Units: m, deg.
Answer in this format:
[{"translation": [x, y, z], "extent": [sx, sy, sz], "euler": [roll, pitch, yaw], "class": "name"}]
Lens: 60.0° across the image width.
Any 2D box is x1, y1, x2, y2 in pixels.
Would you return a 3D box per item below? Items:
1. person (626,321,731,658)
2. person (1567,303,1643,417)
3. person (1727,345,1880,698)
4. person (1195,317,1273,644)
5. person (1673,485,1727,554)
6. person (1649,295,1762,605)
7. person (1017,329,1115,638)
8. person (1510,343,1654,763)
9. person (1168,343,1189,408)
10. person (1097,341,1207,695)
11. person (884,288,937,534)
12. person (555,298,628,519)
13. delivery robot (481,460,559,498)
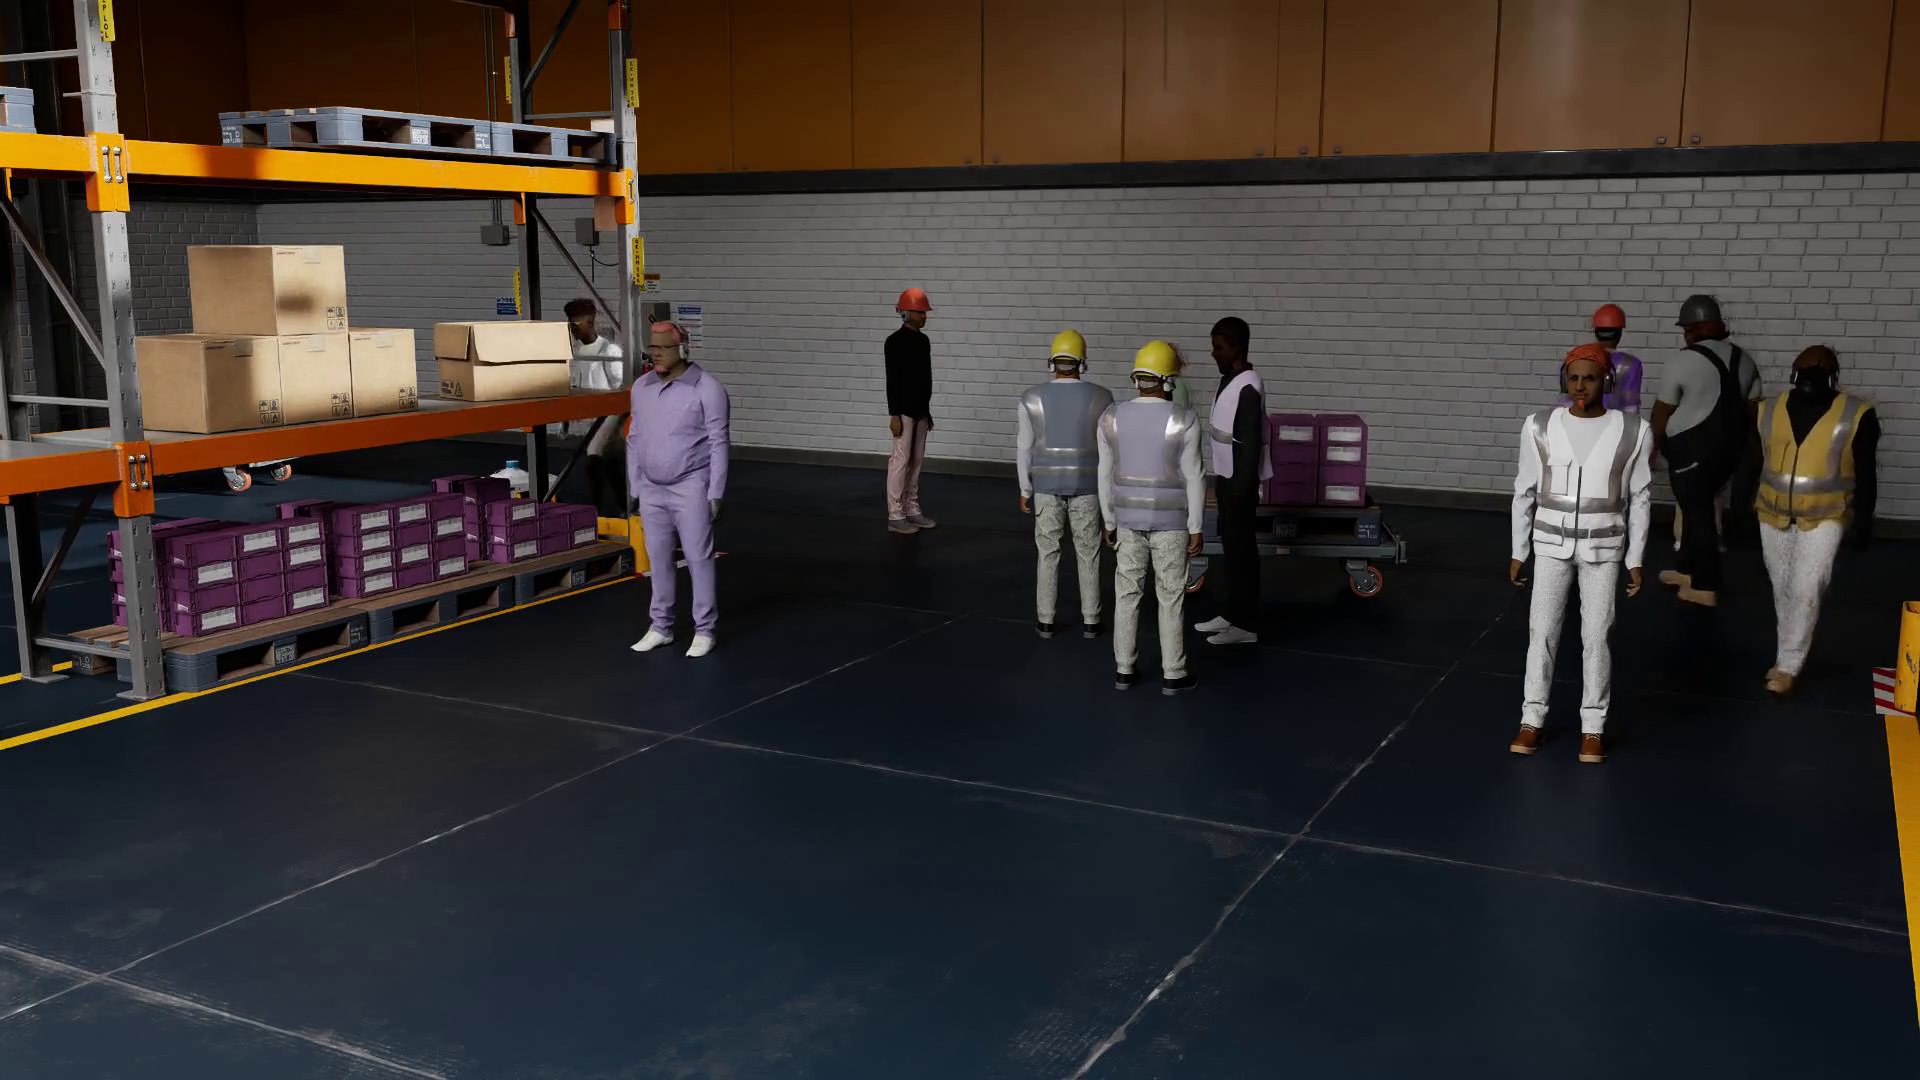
[{"translation": [-1.618, -0.283, 9.407], "extent": [0.651, 1.904, 0.403], "euler": [4, 11, 24], "class": "person"}, {"translation": [4.645, -0.742, 12.030], "extent": [0.542, 1.924, 0.401], "euler": [7, 12, 36], "class": "person"}, {"translation": [4.303, -0.094, 8.607], "extent": [0.885, 1.798, 0.663], "euler": [-9, 13, -43], "class": "person"}, {"translation": [1.626, -0.347, 9.753], "extent": [0.391, 1.915, 0.587], "euler": [0, 10, -2], "class": "person"}, {"translation": [5.655, -0.706, 12.638], "extent": [0.500, 1.633, 0.285], "euler": [7, 12, 33], "class": "person"}, {"translation": [4.797, -0.624, 10.989], "extent": [0.685, 2.000, 0.839], "euler": [-4, 11, -22], "class": "person"}, {"translation": [0.632, -0.325, 9.857], "extent": [0.591, 1.833, 0.404], "euler": [1, 10, 6], "class": "person"}, {"translation": [2.775, 0.061, 7.476], "extent": [0.585, 1.882, 0.337], "euler": [5, 11, 26], "class": "person"}, {"translation": [1.521, -0.673, 12.505], "extent": [0.374, 1.622, 0.510], "euler": [-3, 10, -18], "class": "person"}, {"translation": [1.006, -0.111, 8.622], "extent": [0.586, 1.833, 0.403], "euler": [5, 11, 28], "class": "person"}, {"translation": [-0.392, -1.060, 13.644], "extent": [0.395, 1.992, 0.622], "euler": [5, 11, 27], "class": "person"}, {"translation": [-2.936, -0.945, 13.170], "extent": [0.852, 1.920, 0.619], "euler": [-8, 13, -40], "class": "person"}, {"translation": [-3.714, -0.419, 13.824], "extent": [0.707, 0.478, 0.477], "euler": [-6, 11, -30], "class": "delivery robot"}]
